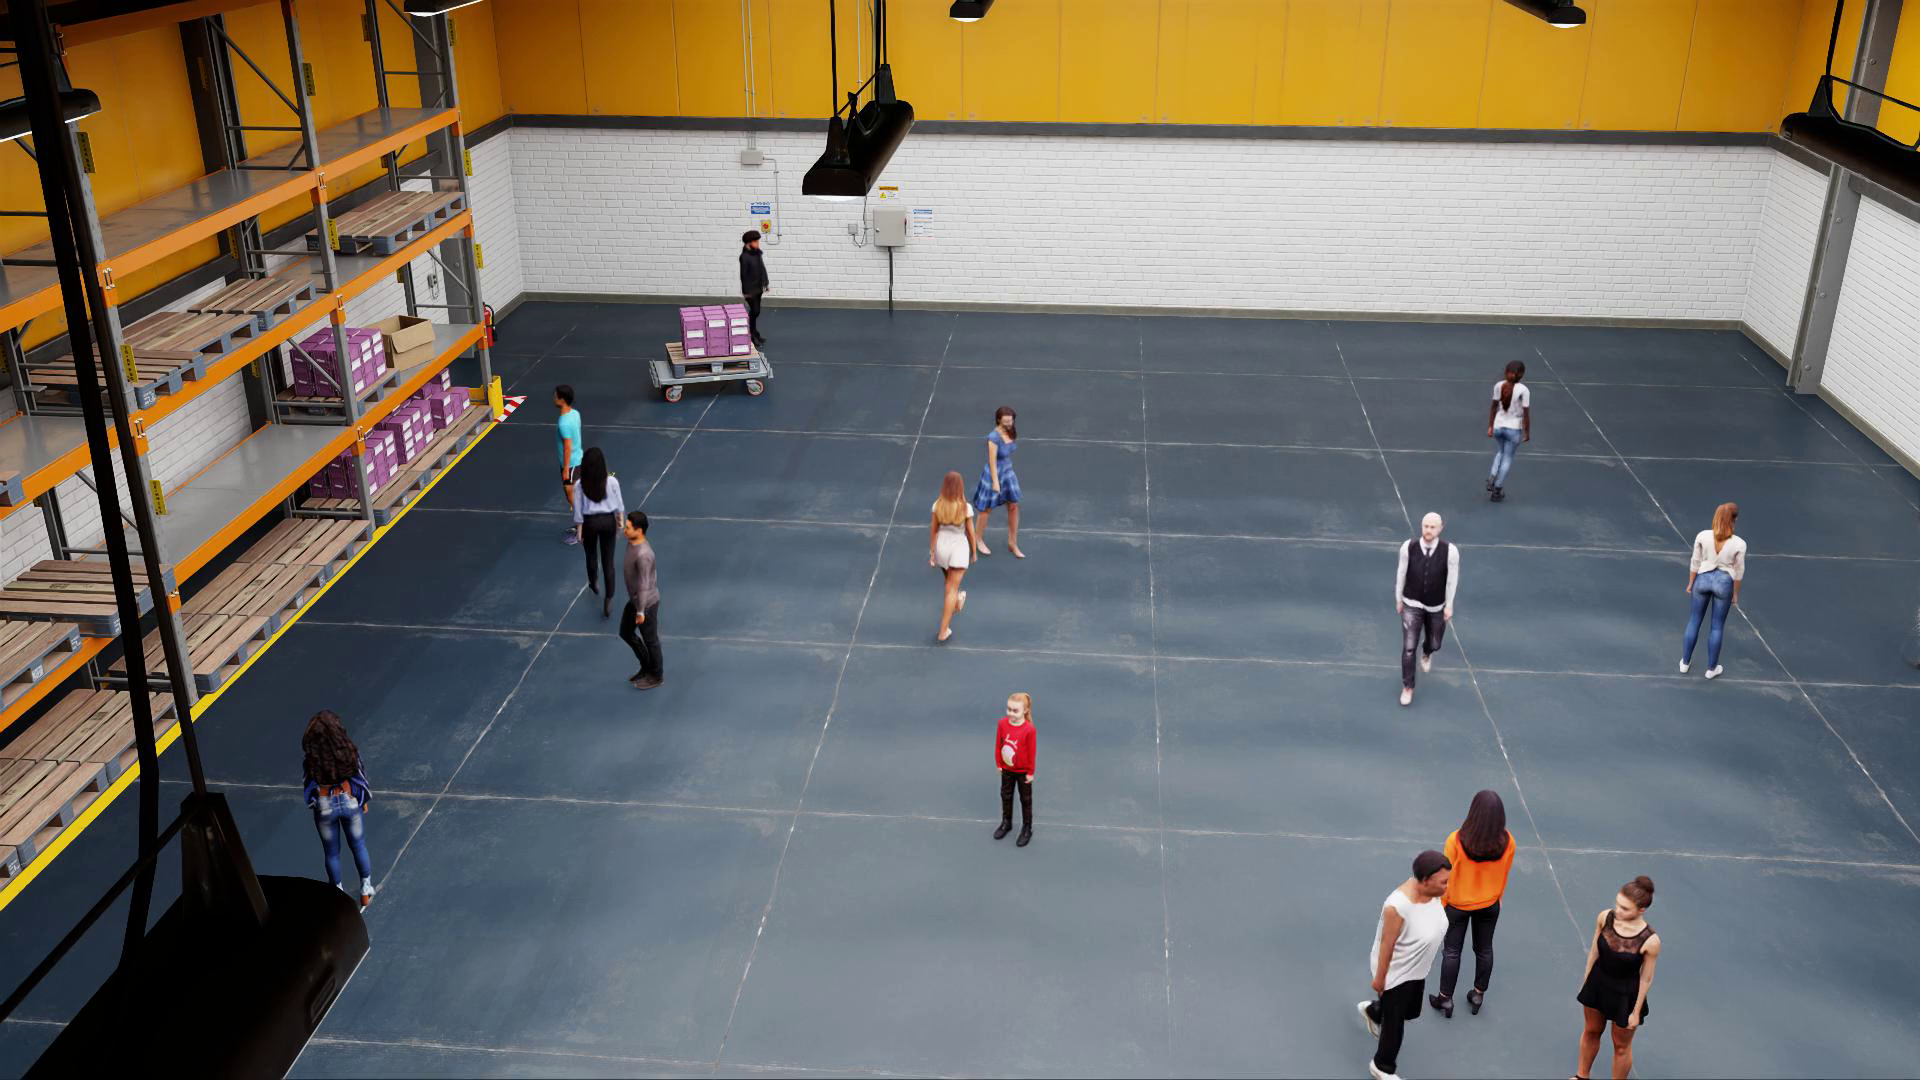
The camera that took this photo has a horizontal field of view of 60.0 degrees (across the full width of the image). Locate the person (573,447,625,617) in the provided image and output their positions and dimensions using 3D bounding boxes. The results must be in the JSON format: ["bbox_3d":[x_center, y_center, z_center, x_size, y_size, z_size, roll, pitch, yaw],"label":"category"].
[{"bbox_3d":[-3.602,-0.055,16.659,0.920,1.716,1.106,-8,25,-17],"label":"person"}]

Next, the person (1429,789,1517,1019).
[{"bbox_3d":[3.392,2.399,11.002,0.660,1.748,0.619,-3,24,-6],"label":"person"}]

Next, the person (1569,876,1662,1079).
[{"bbox_3d":[4.038,2.772,10.231,0.738,1.684,0.672,-17,29,-34],"label":"person"}]

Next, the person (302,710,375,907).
[{"bbox_3d":[-4.546,1.961,12.160,0.691,1.625,0.702,-10,26,-22],"label":"person"}]

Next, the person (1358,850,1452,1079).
[{"bbox_3d":[2.794,2.648,10.531,0.901,1.669,0.960,-18,29,-35],"label":"person"}]

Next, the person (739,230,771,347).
[{"bbox_3d":[-3.212,-3.846,25.271,0.768,1.763,0.629,10,26,22],"label":"person"}]

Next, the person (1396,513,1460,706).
[{"bbox_3d":[4.235,0.577,15.104,0.842,1.803,1.088,8,25,18],"label":"person"}]

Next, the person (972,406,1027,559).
[{"bbox_3d":[0.360,-0.620,17.896,0.944,1.758,0.935,13,27,27],"label":"person"}]

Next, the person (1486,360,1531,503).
[{"bbox_3d":[6.353,-1.253,19.409,0.791,1.708,0.732,-20,31,-38],"label":"person"}]

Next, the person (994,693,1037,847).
[{"bbox_3d":[0.449,1.772,13.019,0.545,1.282,0.568,10,26,22],"label":"person"}]

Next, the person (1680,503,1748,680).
[{"bbox_3d":[7.012,0.455,15.487,0.686,1.719,0.686,15,28,31],"label":"person"}]

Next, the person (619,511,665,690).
[{"bbox_3d":[-2.821,0.547,15.222,0.825,1.763,0.709,8,25,18],"label":"person"}]

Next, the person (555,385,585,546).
[{"bbox_3d":[-4.274,-0.848,18.404,0.734,1.770,0.497,-4,24,-8],"label":"person"}]

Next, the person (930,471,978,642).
[{"bbox_3d":[-0.099,0.189,16.190,0.737,1.643,1.165,7,25,15],"label":"person"}]
